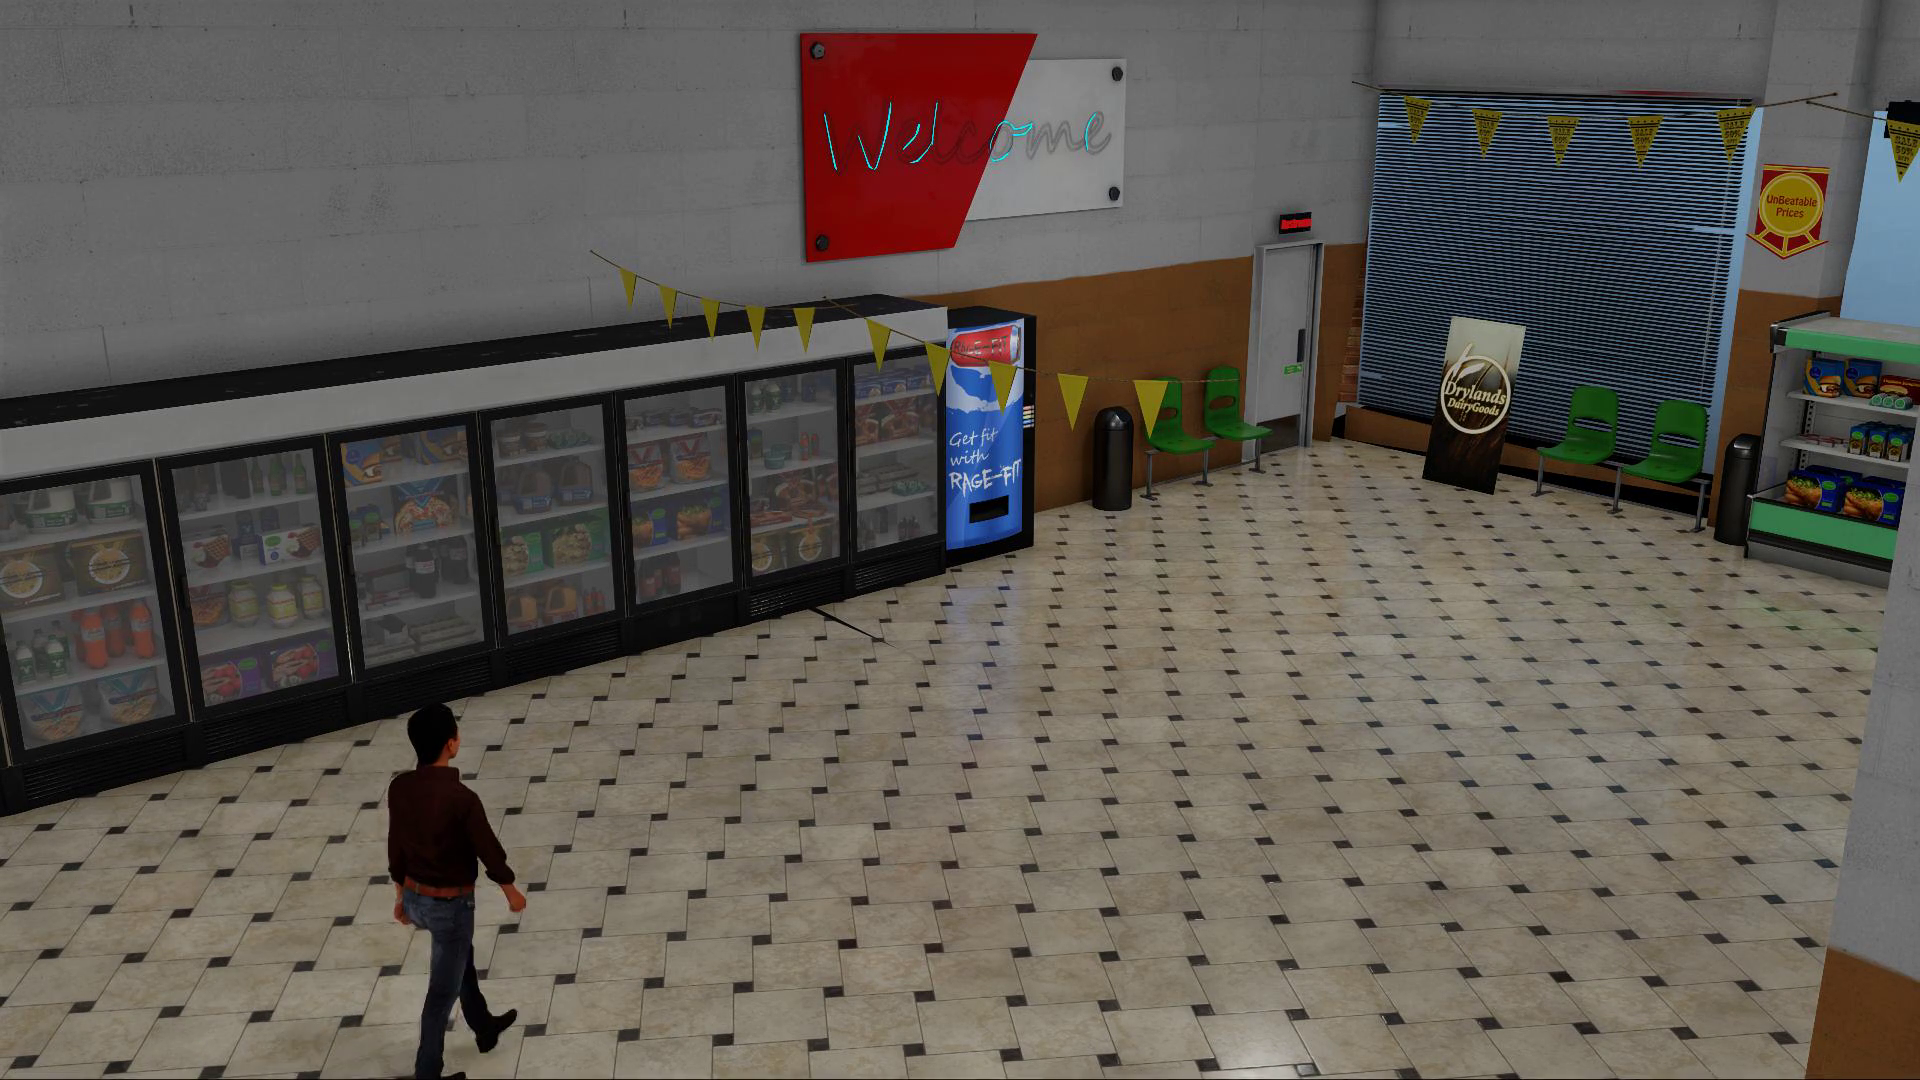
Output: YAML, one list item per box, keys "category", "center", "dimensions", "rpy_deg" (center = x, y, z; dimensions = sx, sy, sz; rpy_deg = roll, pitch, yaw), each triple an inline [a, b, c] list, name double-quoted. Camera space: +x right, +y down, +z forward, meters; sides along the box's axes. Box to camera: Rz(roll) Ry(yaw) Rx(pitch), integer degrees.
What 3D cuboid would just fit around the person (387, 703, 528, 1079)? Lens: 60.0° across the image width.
- category: "person"
  center: [-2.241, 1.586, 6.978]
  dimensions: [0.955, 1.750, 0.889]
  rpy_deg: [10, 20, 30]
